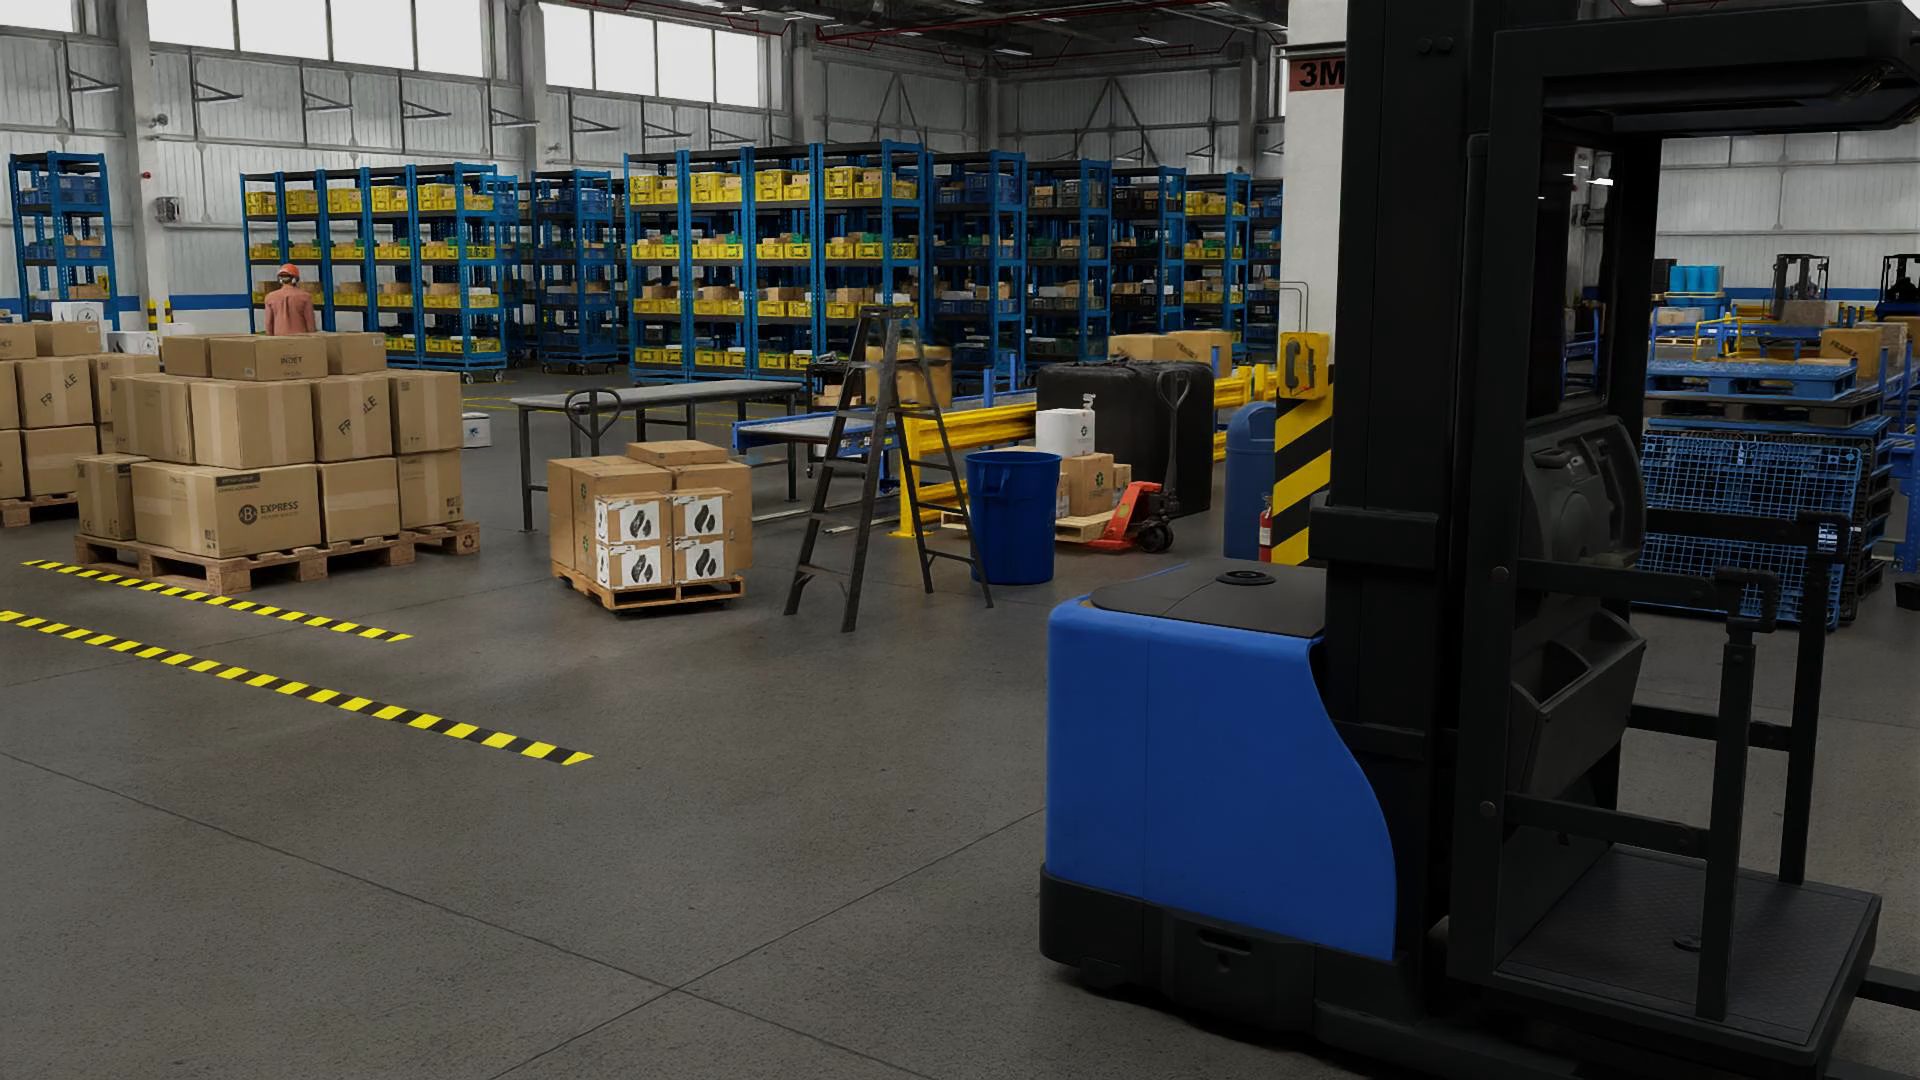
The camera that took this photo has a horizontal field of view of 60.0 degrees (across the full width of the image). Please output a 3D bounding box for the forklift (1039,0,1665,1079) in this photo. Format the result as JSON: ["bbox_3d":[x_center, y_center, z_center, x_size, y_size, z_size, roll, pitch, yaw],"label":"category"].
[{"bbox_3d":[1.249,-0.137,4.360,1.873,2.768,1.129,7,12,35],"label":"forklift"}]

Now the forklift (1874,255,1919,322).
[{"bbox_3d":[22.089,-5.634,38.796,1.157,1.987,2.680,6,11,33],"label":"forklift"}]

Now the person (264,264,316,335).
[{"bbox_3d":[-8.554,-2.536,21.313,0.613,1.983,0.406,-1,10,-6],"label":"person"}]

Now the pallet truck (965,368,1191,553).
[{"bbox_3d":[0.845,-0.609,11.869,1.630,1.274,0.653,7,12,35],"label":"pallet truck"}]

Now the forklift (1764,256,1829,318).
[{"bbox_3d":[20.253,-5.854,40.139,1.157,1.987,2.680,7,12,35],"label":"forklift"}]

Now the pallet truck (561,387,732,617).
[{"bbox_3d":[-1.981,-0.274,10.088,0.680,1.201,1.601,-5,11,-28],"label":"pallet truck"}]
